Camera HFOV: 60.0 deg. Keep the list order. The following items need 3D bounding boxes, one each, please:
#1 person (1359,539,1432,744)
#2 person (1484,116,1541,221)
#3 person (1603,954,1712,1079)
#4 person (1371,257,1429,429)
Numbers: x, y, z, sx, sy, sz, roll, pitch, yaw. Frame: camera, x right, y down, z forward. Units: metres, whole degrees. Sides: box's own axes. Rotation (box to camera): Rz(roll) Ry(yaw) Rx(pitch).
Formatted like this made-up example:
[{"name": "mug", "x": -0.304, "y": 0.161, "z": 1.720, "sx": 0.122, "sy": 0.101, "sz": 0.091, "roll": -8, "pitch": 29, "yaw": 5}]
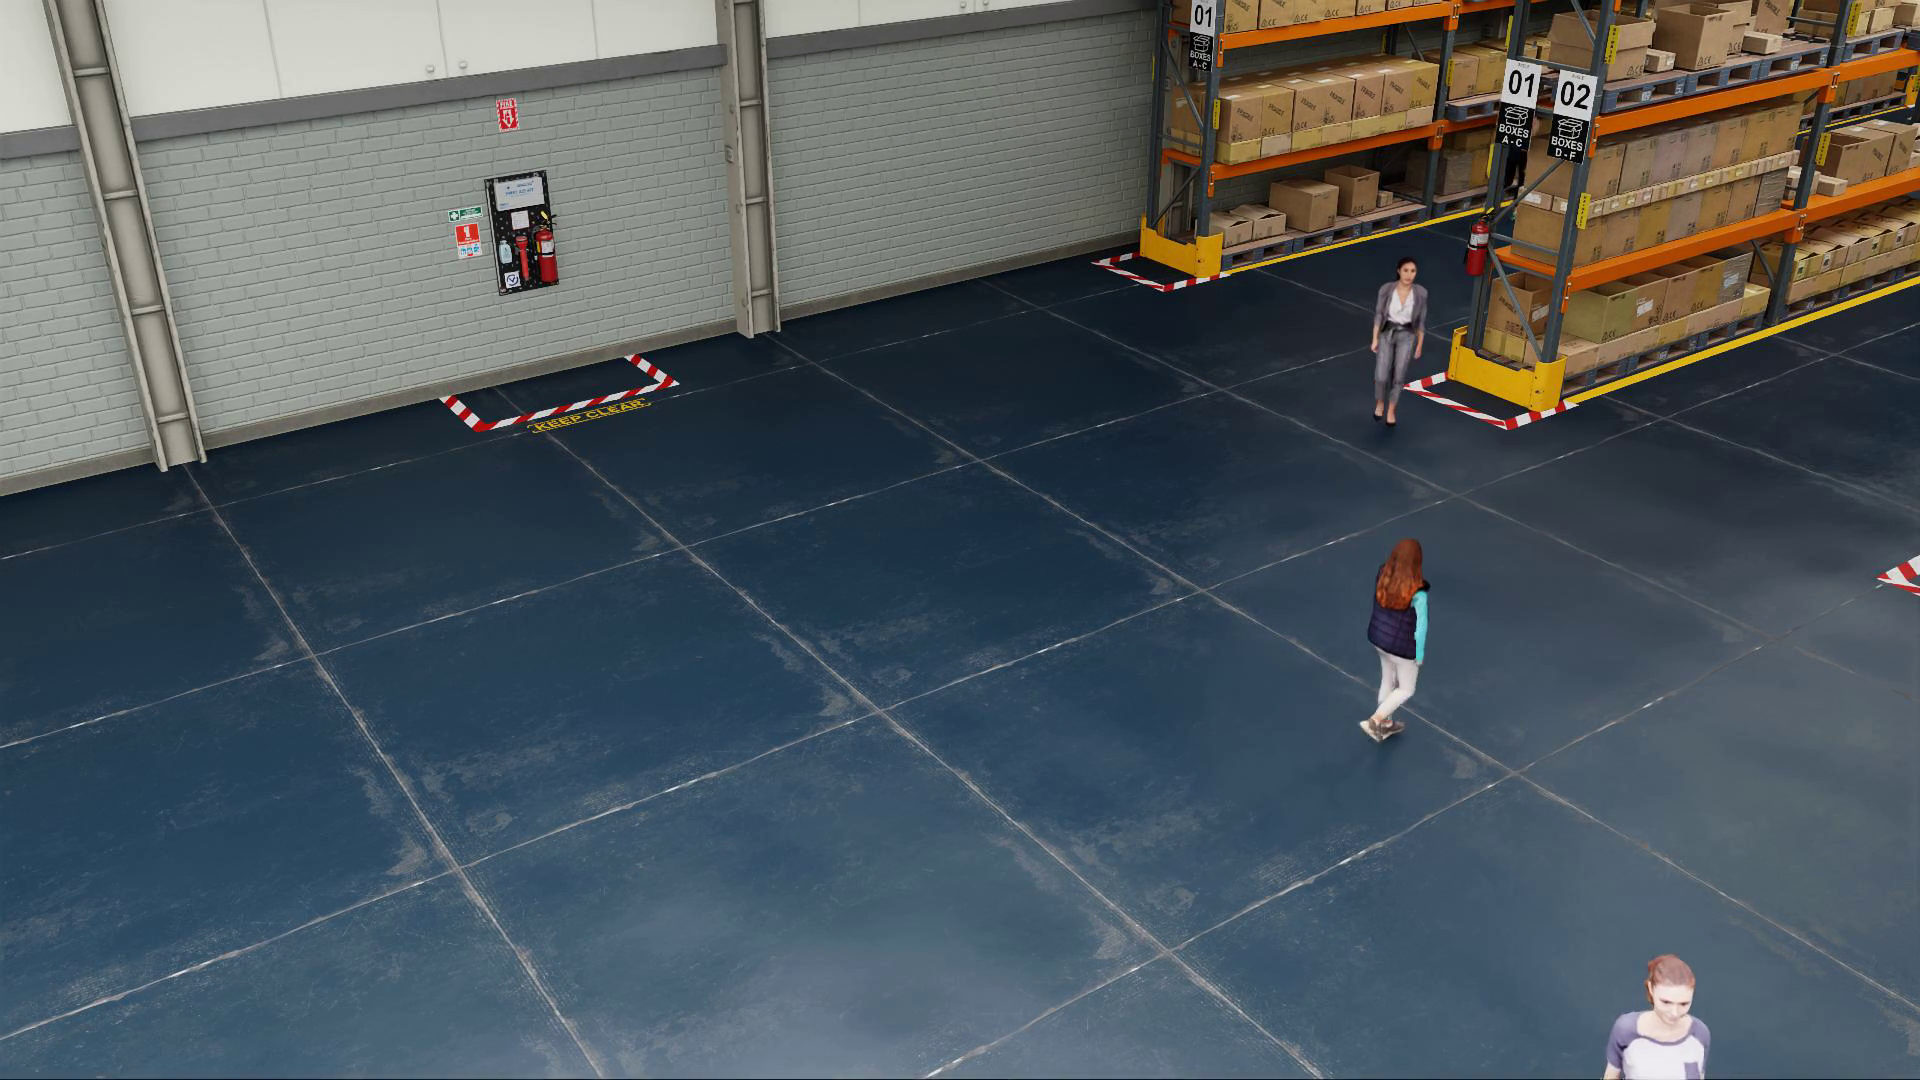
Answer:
[{"name": "person", "x": 2.806, "y": 0.688, "z": 10.826, "sx": 0.690, "sy": 1.496, "sz": 0.570, "roll": -17, "pitch": 32, "yaw": -29}, {"name": "person", "x": 7.163, "y": -4.927, "z": 21.530, "sx": 1.005, "sy": 1.679, "sz": 0.596, "roll": -18, "pitch": 32, "yaw": -30}, {"name": "person", "x": 2.920, "y": 2.464, "z": 7.109, "sx": 1.049, "sy": 1.740, "sz": 1.034, "roll": 2, "pitch": 27, "yaw": 3}, {"name": "person", "x": 4.096, "y": -1.873, "z": 15.614, "sx": 0.728, "sy": 1.665, "sz": 0.784, "roll": 5, "pitch": 28, "yaw": 10}]
